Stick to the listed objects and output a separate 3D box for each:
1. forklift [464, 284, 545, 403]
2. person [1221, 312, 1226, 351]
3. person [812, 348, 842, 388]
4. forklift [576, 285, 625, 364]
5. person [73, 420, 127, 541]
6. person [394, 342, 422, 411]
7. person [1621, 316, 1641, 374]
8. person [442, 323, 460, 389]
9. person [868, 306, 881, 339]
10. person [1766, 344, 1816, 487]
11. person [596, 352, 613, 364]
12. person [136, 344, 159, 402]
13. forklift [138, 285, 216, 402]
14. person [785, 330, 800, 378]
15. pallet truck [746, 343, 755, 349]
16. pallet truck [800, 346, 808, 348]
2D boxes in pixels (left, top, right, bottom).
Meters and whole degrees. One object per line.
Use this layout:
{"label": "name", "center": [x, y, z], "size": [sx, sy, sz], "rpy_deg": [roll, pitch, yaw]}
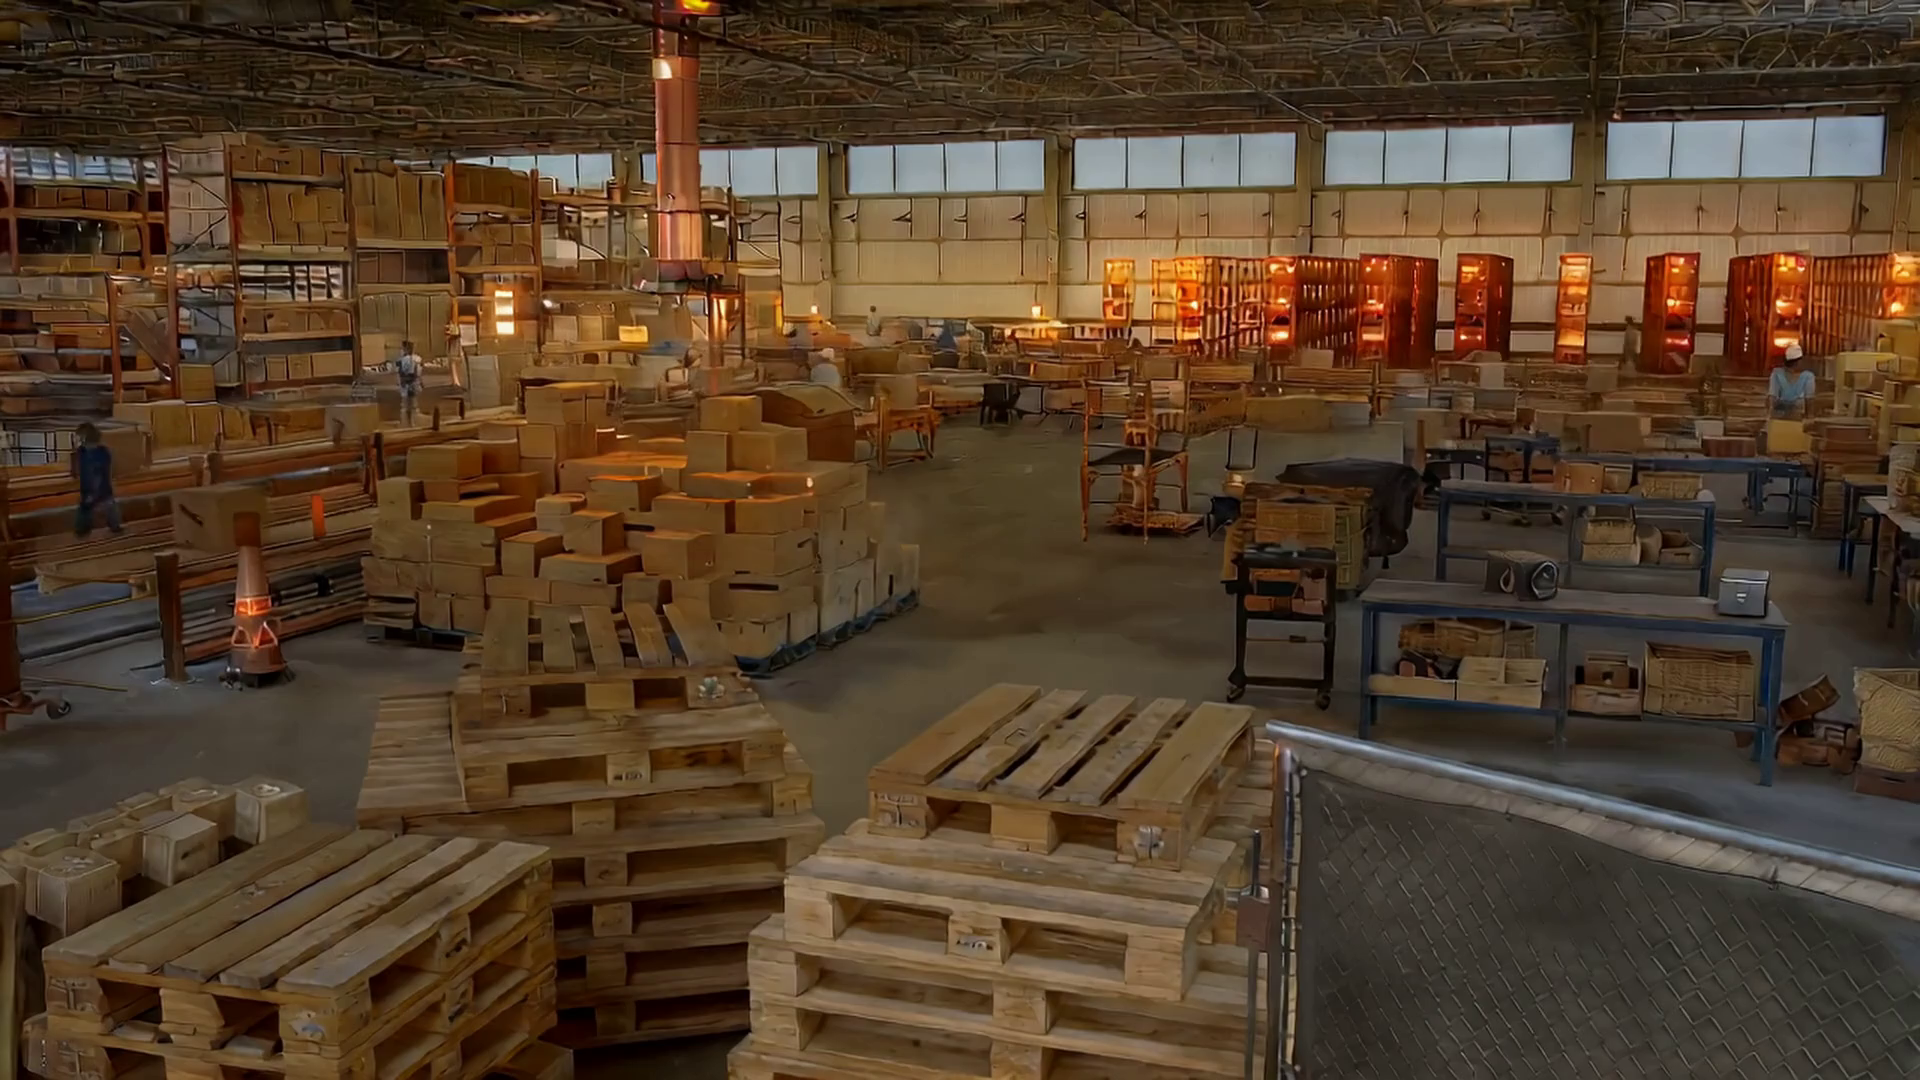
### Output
{"label": "forklift", "center": [-10.832, -4.702, 39.610], "size": [1.129, 2.768, 1.873], "rpy_deg": [3, 10, 20]}
{"label": "person", "center": [9.290, -7.193, 58.537], "size": [0.403, 1.833, 0.586], "rpy_deg": [-5, 10, -30]}
{"label": "person", "center": [-2.240, -2.418, 28.691], "size": [0.621, 1.779, 0.915], "rpy_deg": [5, 10, 27]}
{"label": "forklift", "center": [-10.391, -6.182, 48.905], "size": [1.129, 2.768, 1.873], "rpy_deg": [3, 10, 20]}
{"label": "person", "center": [-8.762, -0.423, 16.829], "size": [0.502, 1.575, 0.900], "rpy_deg": [4, 10, 22]}
{"label": "person", "center": [-11.172, -3.174, 33.720], "size": [0.540, 1.696, 0.315], "rpy_deg": [-5, 11, -31]}
{"label": "person", "center": [19.972, -5.789, 49.838], "size": [0.988, 1.792, 0.593], "rpy_deg": [3, 10, 21]}
{"label": "person", "center": [-13.551, -4.882, 44.266], "size": [0.339, 1.757, 0.518], "rpy_deg": [6, 11, 34]}
{"label": "person", "center": [-3.185, -7.715, 61.635], "size": [0.641, 1.891, 1.020], "rpy_deg": [-6, 11, -35]}
{"label": "person", "center": [11.924, -1.783, 23.907], "size": [0.608, 2.044, 0.370], "rpy_deg": [4, 10, 25]}
{"label": "person", "center": [-7.995, -3.908, 37.575], "size": [0.354, 1.939, 0.544], "rpy_deg": [3, 9, 17]}
{"label": "person", "center": [-16.647, -3.195, 34.055], "size": [0.270, 1.631, 0.507], "rpy_deg": [4, 10, 24]}
{"label": "forklift", "center": [-17.480, -4.200, 36.461], "size": [1.873, 2.768, 1.129], "rpy_deg": [3, 10, 19]}
{"label": "person", "center": [-3.949, -4.127, 39.578], "size": [0.880, 1.730, 0.528], "rpy_deg": [7, 11, 38]}
{"label": "pallet truck", "center": [-6.183, -4.618, 44.264], "size": [1.601, 1.201, 0.680], "rpy_deg": [-9, 12, -43]}
{"label": "pallet truck", "center": [-3.705, -4.298, 42.022], "size": [0.653, 1.274, 1.630], "rpy_deg": [3, 10, 20]}
